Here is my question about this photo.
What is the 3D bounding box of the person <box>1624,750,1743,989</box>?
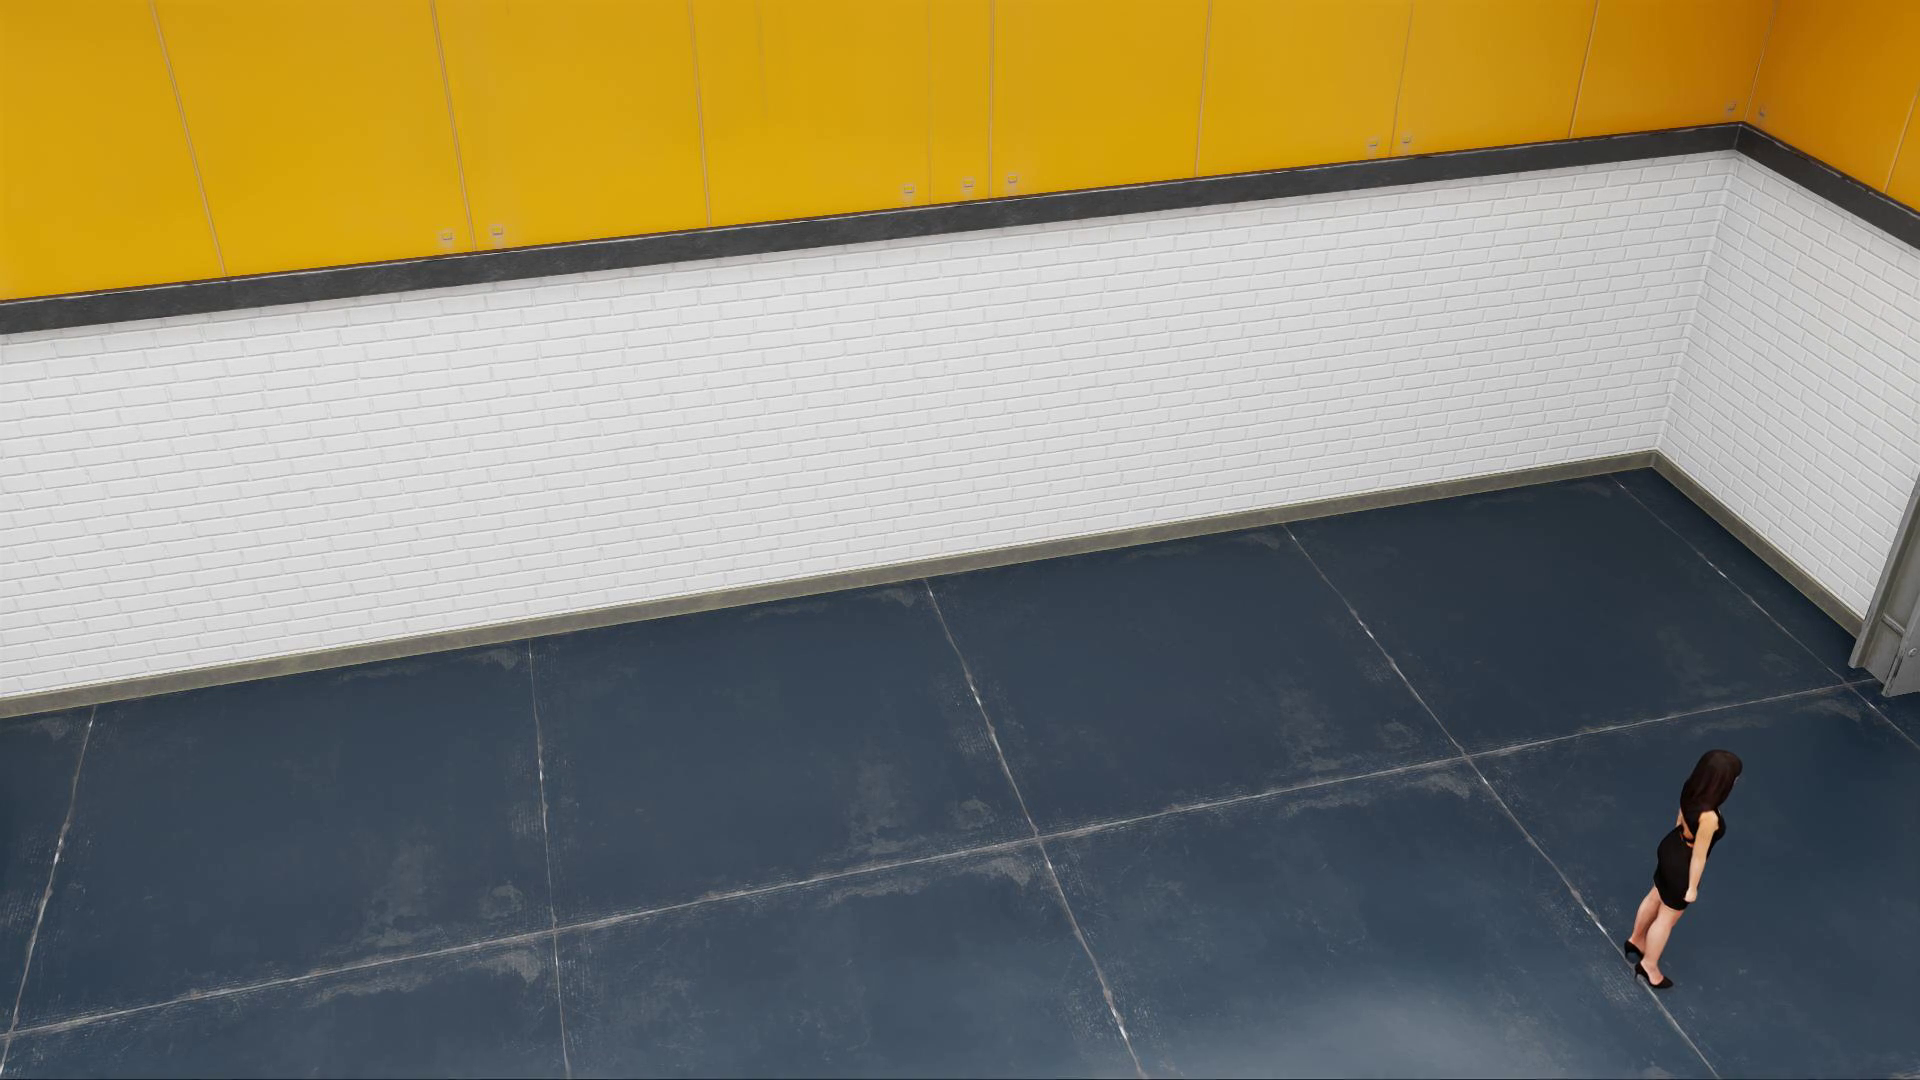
[{"bbox_3d":[3.943,1.791,9.130,0.658,1.647,0.528,3,34,5],"label":"person"}]
